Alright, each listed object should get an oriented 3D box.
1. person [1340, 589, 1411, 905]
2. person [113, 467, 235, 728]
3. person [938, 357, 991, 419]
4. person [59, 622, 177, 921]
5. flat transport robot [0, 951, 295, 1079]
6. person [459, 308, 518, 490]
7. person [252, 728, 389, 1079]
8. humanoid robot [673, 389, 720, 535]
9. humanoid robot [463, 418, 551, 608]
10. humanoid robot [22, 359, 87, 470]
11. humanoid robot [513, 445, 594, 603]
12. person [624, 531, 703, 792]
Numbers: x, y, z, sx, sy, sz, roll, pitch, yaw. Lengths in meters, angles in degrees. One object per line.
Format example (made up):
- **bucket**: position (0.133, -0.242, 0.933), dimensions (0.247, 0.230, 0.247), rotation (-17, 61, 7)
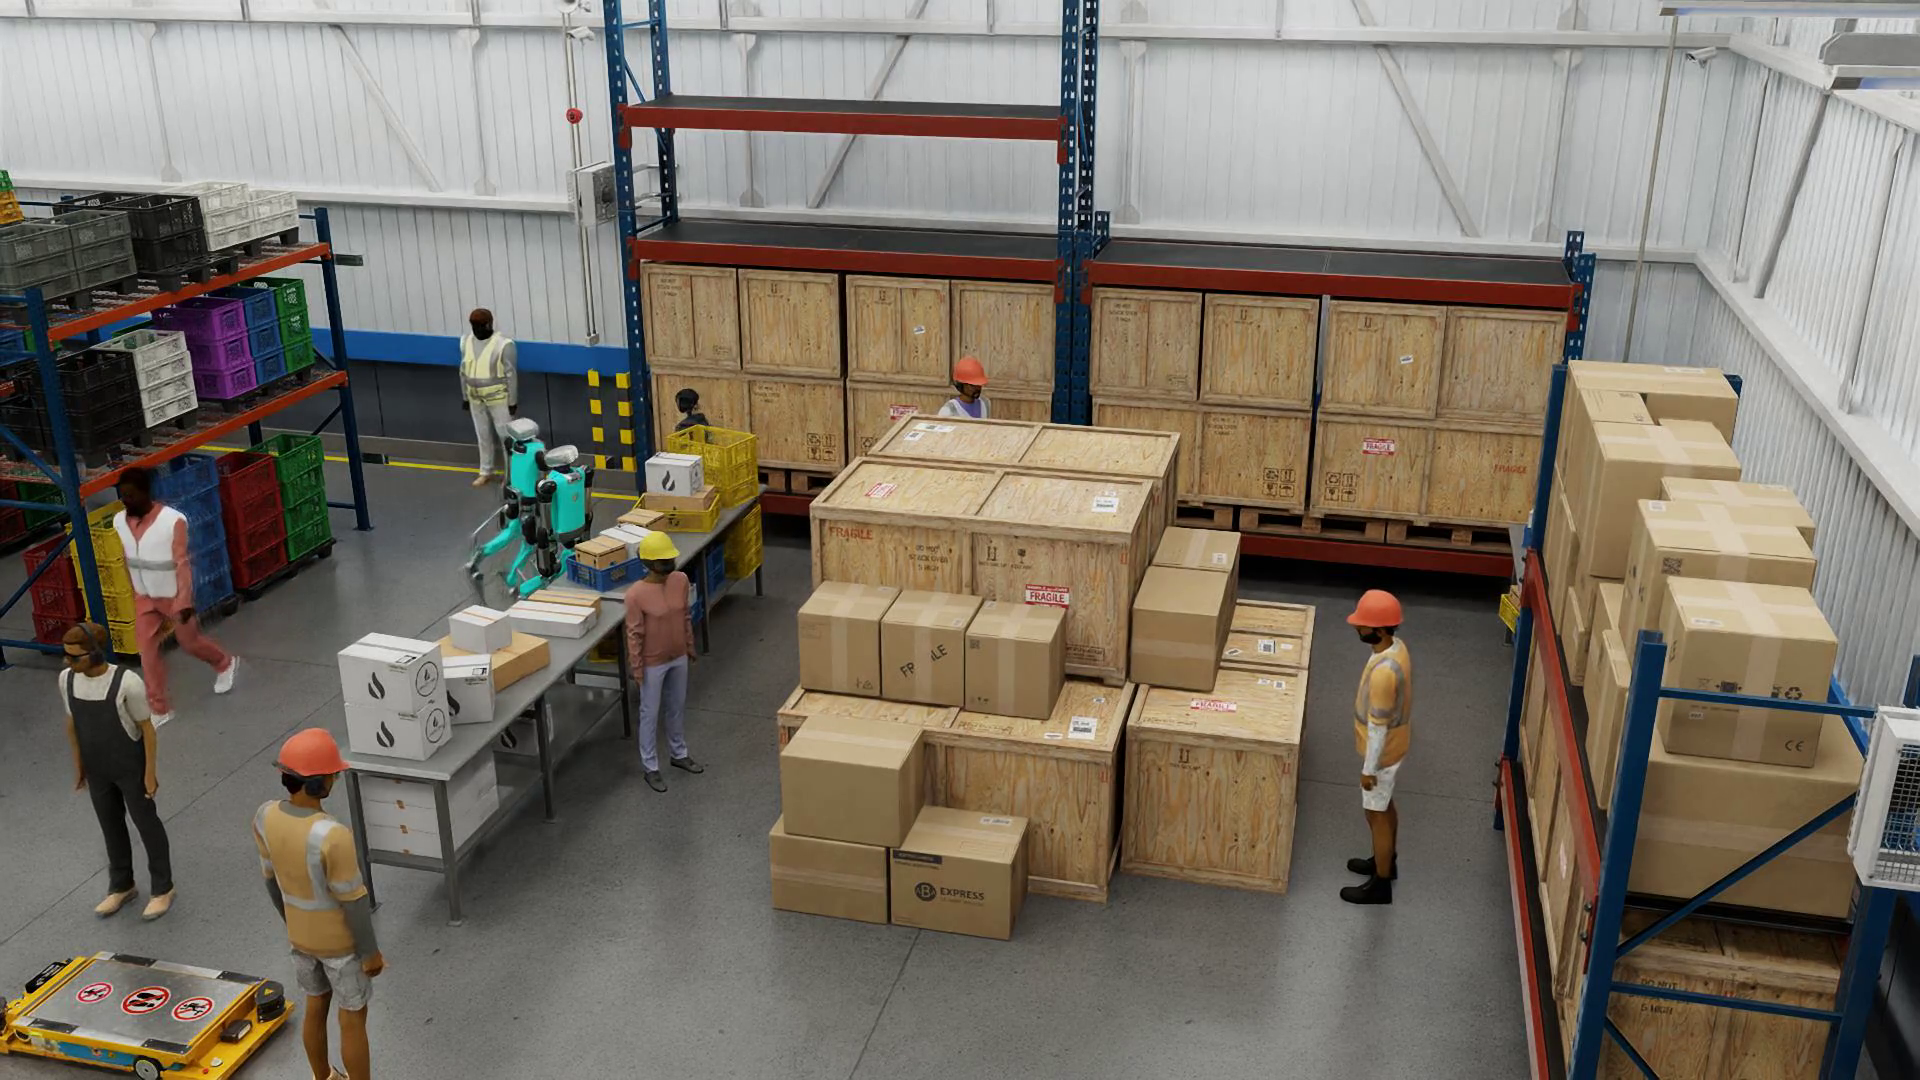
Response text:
- **person**: position (2.392, 1.185, 9.642), dimensions (0.418, 1.924, 0.555), rotation (7, 22, 18)
- **person**: position (-5.650, 0.364, 11.817), dimensions (0.589, 1.891, 0.851), rotation (4, 21, 11)
- **person**: position (0.080, -0.543, 13.984), dimensions (0.371, 2.042, 0.613), rotation (16, 26, 35)
- **person**: position (-4.787, 1.303, 9.433), dimensions (0.504, 1.842, 0.347), rotation (3, 21, 8)
- **flat transport robot**: position (-4.270, 2.464, 8.601), dimensions (1.431, 0.231, 0.659), rotation (5, 22, 13)
- **person**: position (-4.668, -1.401, 16.523), dimensions (0.624, 1.841, 0.429), rotation (7, 22, 19)
- **person**: position (-2.949, 1.824, 7.806), dimensions (0.605, 2.033, 0.387), rotation (11, 24, 27)
- **humanoid robot**: position (-2.342, -0.528, 14.476), dimensions (0.690, 1.633, 0.589), rotation (7, 22, 17)
- **humanoid robot**: position (-3.614, -0.049, 13.163), dimensions (0.567, 1.758, 1.033), rotation (18, 27, 39)
- **humanoid robot**: position (-8.960, -1.377, 16.663), dimensions (0.782, 1.823, 0.532), rotation (-12, 24, -29)
- **humanoid robot**: position (-3.134, 0.067, 12.624), dimensions (0.735, 1.678, 0.533), rotation (12, 24, 29)
- **person**: position (-1.944, 0.776, 10.911), dimensions (0.295, 1.772, 0.532), rotation (16, 26, 36)
